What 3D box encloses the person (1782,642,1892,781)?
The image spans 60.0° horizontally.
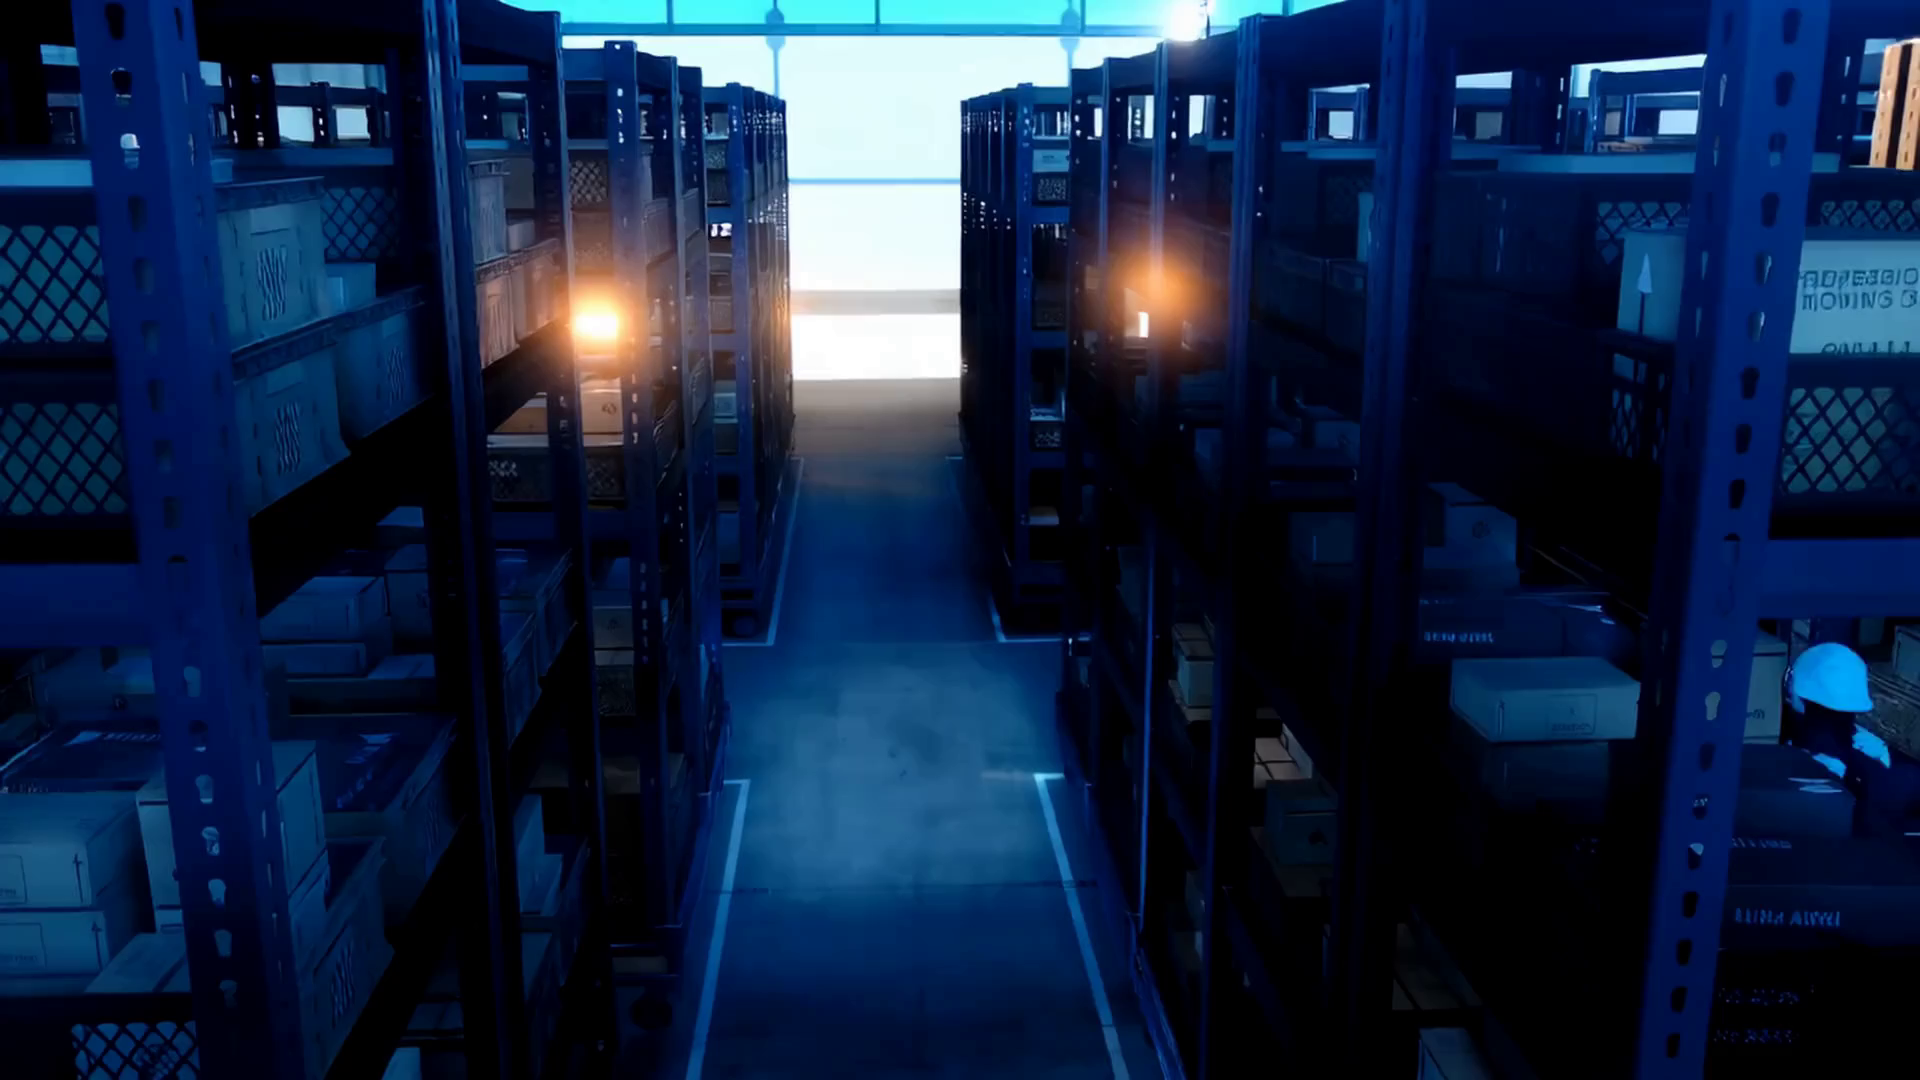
[{"bbox_3d":[2.669,1.164,5.368,0.617,1.787,0.942,-2,14,-8],"label":"person"}]
